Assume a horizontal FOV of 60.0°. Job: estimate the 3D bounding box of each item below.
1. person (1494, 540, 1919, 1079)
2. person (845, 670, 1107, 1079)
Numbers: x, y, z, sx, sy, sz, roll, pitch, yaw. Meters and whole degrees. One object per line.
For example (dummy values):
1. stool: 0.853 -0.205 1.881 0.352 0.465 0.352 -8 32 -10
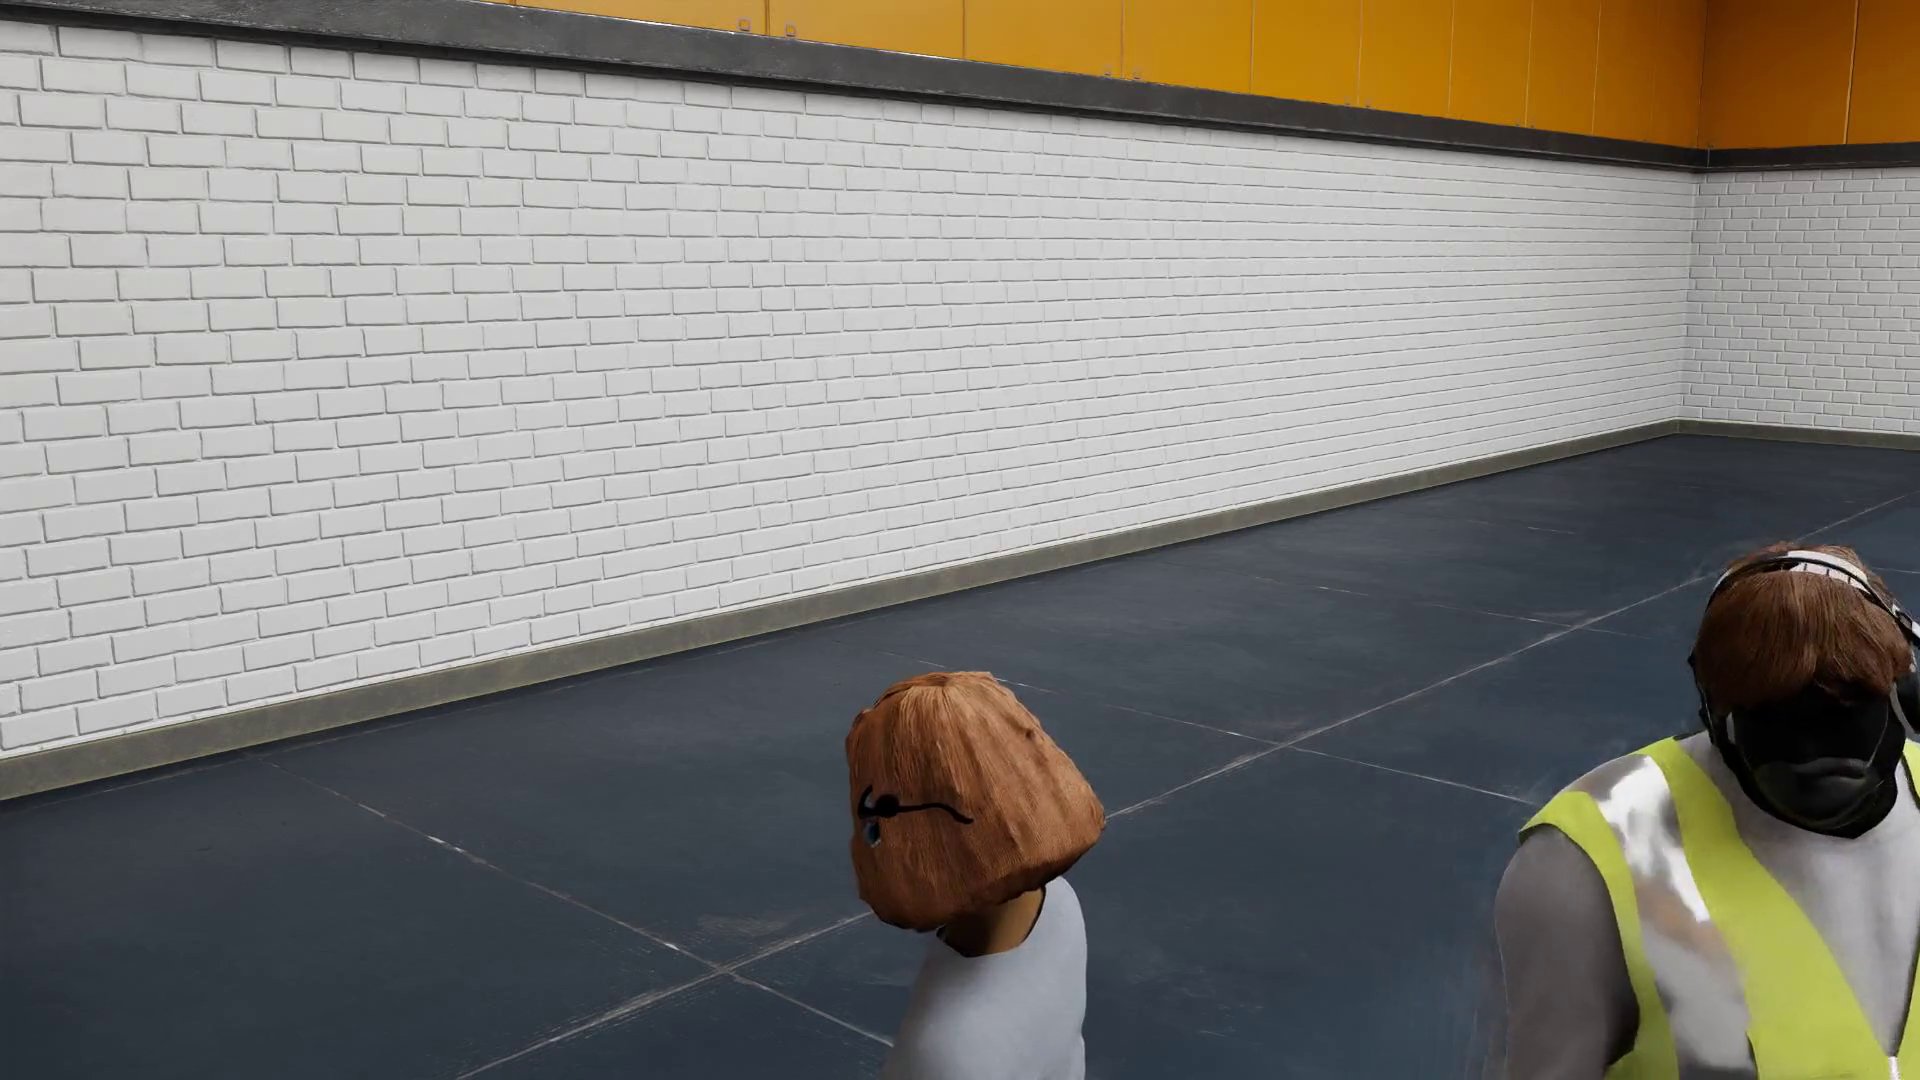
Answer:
1. person: 0.942 0.877 1.875 0.652 1.771 0.977 -2 10 -12
2. person: 0.019 0.942 1.877 0.279 1.633 0.499 2 10 12
